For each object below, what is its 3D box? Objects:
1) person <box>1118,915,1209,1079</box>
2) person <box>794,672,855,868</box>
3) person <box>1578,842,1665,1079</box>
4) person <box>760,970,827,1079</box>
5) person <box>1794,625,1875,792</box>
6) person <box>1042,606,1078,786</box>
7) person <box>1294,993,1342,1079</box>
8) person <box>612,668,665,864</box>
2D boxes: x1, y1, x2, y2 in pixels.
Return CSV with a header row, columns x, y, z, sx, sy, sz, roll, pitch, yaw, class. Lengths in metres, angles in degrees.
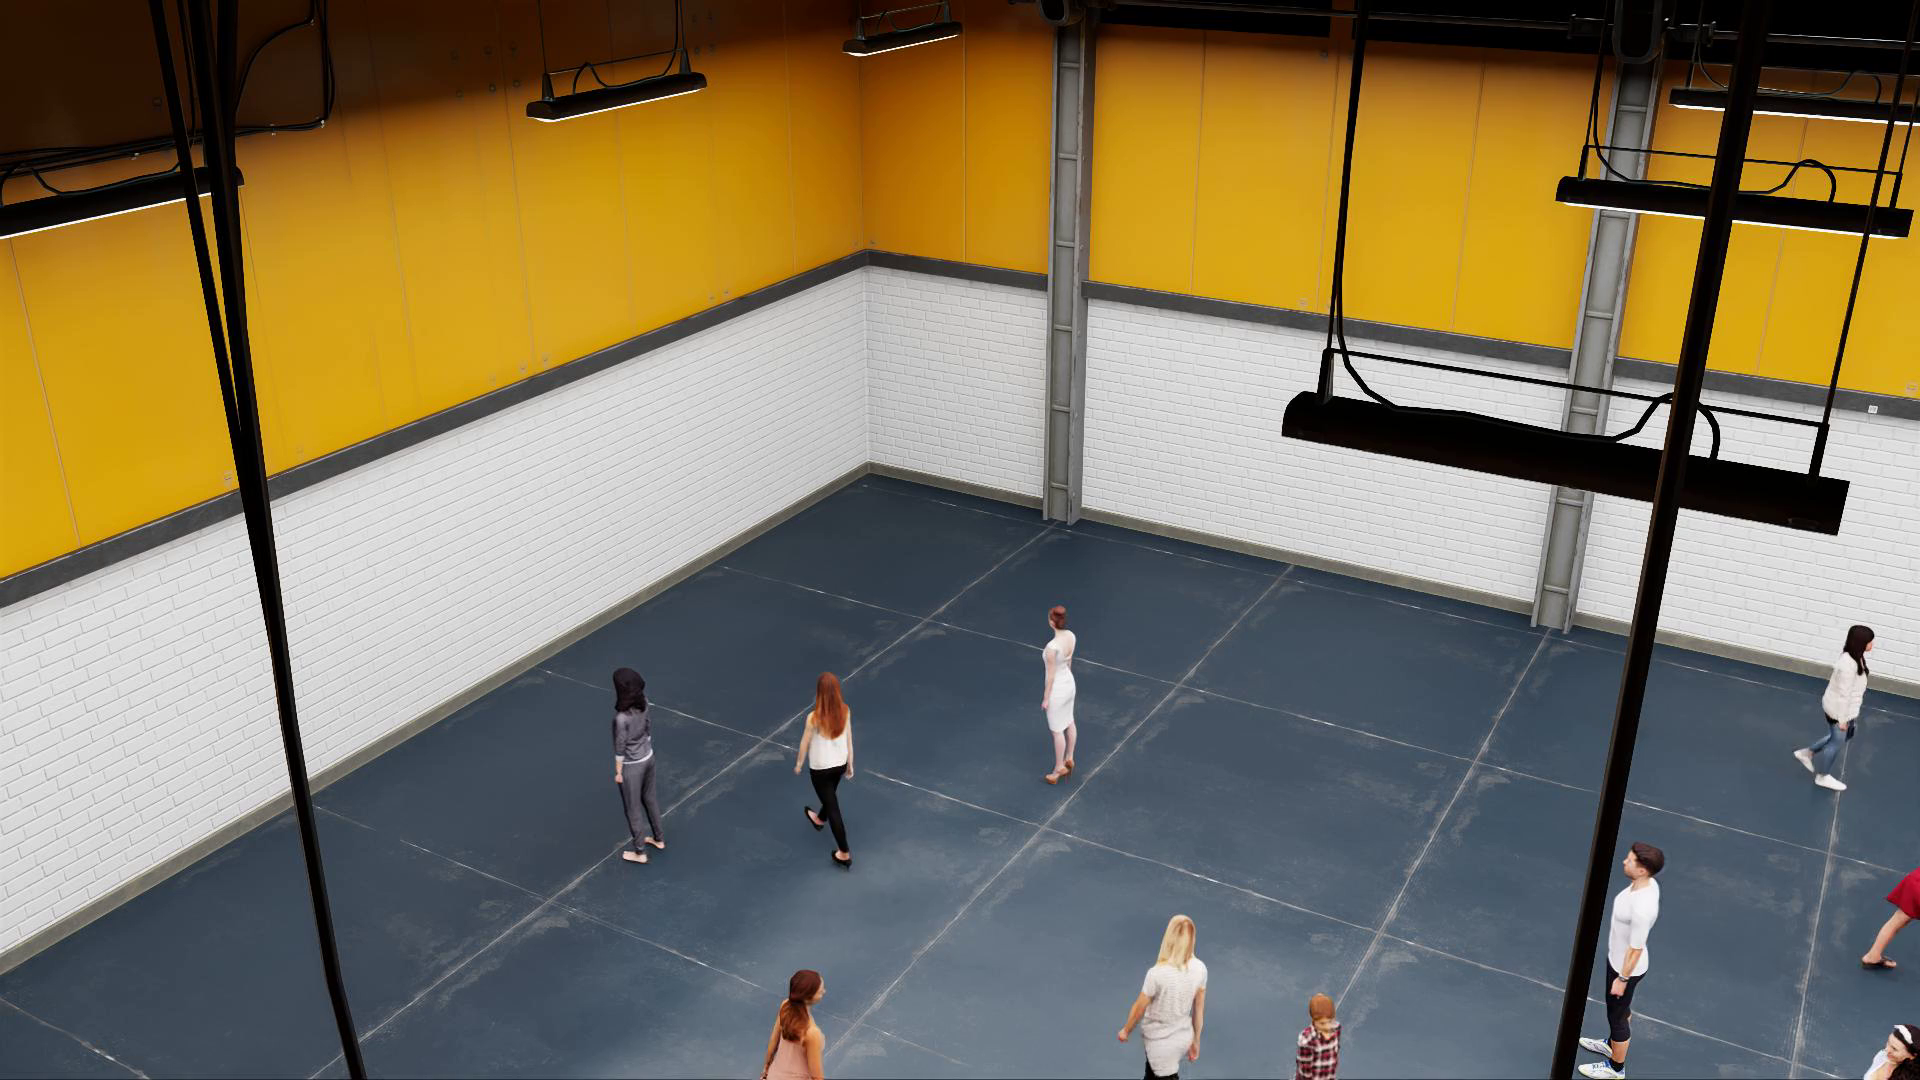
x,y,z,sx,sy,sz,roll,pitch,yaw,class
1.390,3.299,10.576,0.992,1.760,1.295,-15,28,-30,person
-1.047,1.935,13.800,0.833,1.677,1.131,-18,29,-35,person
4.579,2.881,11.420,0.598,1.851,0.706,9,25,19,person
-1.135,3.442,10.241,1.069,1.766,1.138,-15,28,-30,person
7.832,1.474,14.919,0.682,1.626,0.626,12,26,26,person
0.908,1.382,14.921,0.509,1.793,0.582,16,28,32,person
2.255,3.462,10.828,0.850,1.259,1.007,-12,26,-26,person
-2.695,1.869,13.853,0.544,1.756,0.604,10,25,21,person
